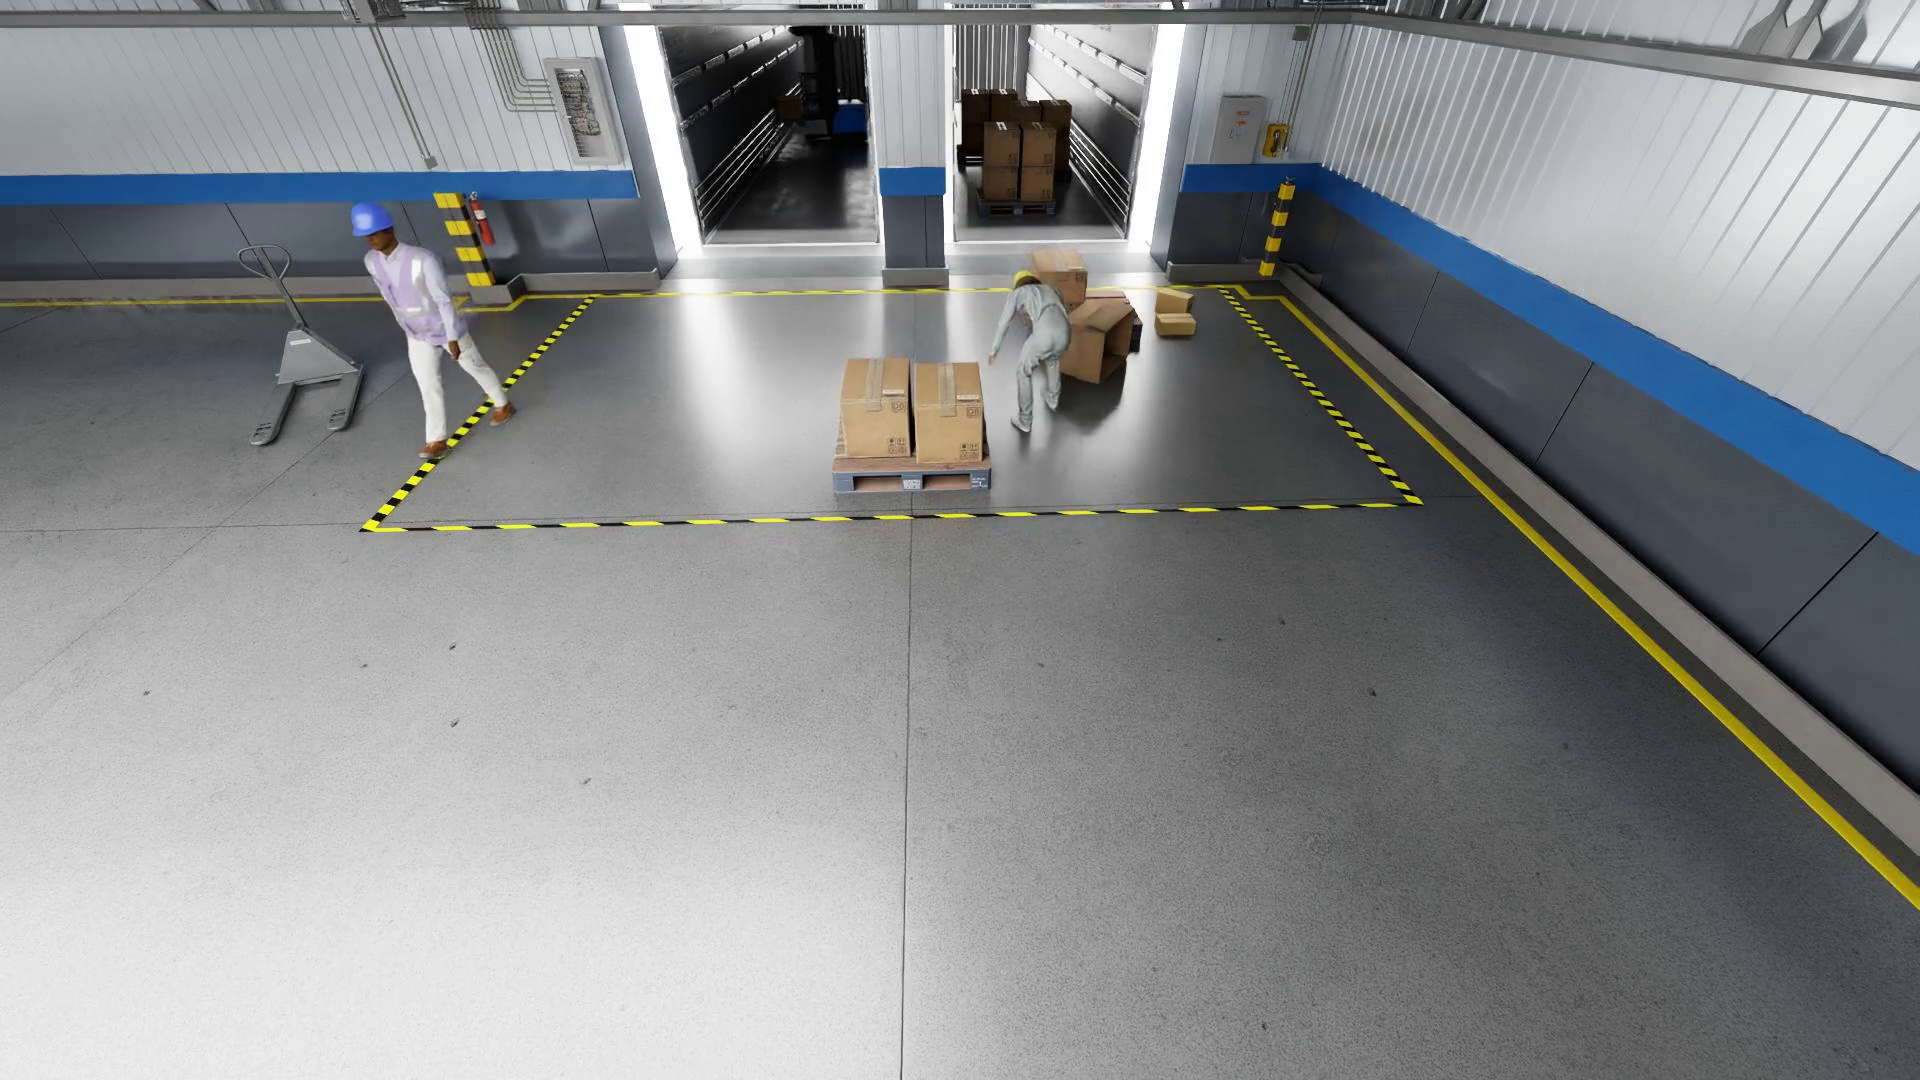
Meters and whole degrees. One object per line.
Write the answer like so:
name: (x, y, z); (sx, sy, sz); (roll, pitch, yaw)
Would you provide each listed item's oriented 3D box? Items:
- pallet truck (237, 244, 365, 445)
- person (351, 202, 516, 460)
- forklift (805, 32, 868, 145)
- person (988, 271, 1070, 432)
pallet truck: (-5.915, -1.733, 6.366); (0.680, 1.201, 1.601); (-18, 42, -21)
person: (-4.111, -1.589, 5.659); (0.617, 1.890, 1.010); (2, 38, 2)
forklift: (-2.548, -9.682, 15.738); (0.776, 2.013, 0.716); (-8, 39, -10)
person: (0.564, -1.594, 6.253); (0.713, 1.166, 0.832); (-17, 41, -20)
